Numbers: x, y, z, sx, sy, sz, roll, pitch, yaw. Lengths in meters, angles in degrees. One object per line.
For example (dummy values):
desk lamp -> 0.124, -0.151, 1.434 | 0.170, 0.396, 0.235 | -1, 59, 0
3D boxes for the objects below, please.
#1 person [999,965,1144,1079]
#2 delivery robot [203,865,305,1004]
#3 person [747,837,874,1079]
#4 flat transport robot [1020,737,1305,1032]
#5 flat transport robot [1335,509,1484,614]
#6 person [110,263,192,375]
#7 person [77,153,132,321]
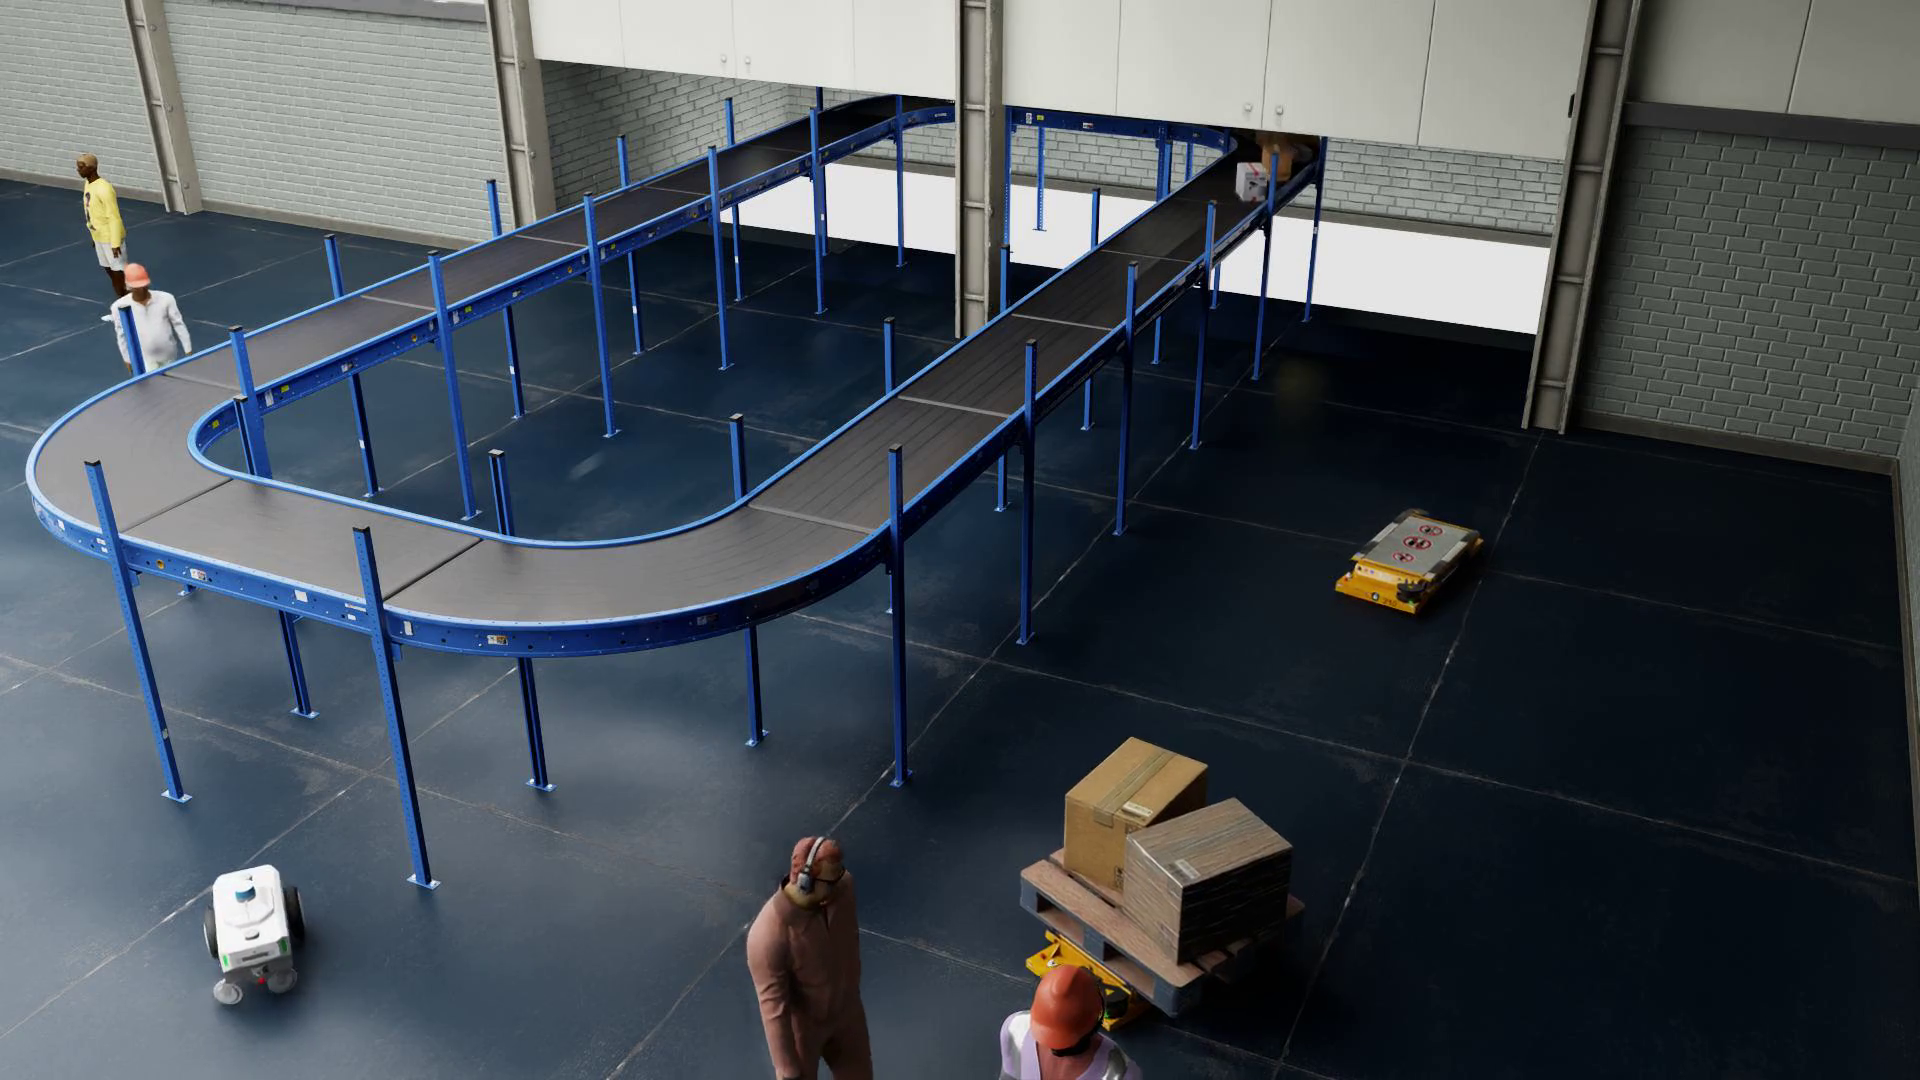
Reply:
person -> 0.395, 2.473, 6.515 | 0.603, 2.035, 0.399 | 16, 30, 29
delivery robot -> -3.815, 2.088, 8.959 | 0.514, 0.606, 0.777 | -12, 29, -22
person -> -0.575, 2.147, 7.351 | 0.758, 1.872, 0.669 | 21, 33, 36
flat transport robot -> 1.100, 2.148, 9.148 | 1.431, 0.231, 0.659 | -20, 33, -35
flat transport robot -> 3.580, 0.153, 13.167 | 0.659, 0.231, 1.431 | 18, 32, 32
person -> -7.382, -1.713, 15.305 | 0.578, 1.704, 0.884 | -18, 32, -32
person -> -9.381, -3.304, 18.301 | 0.555, 1.898, 0.368 | 22, 34, 37
